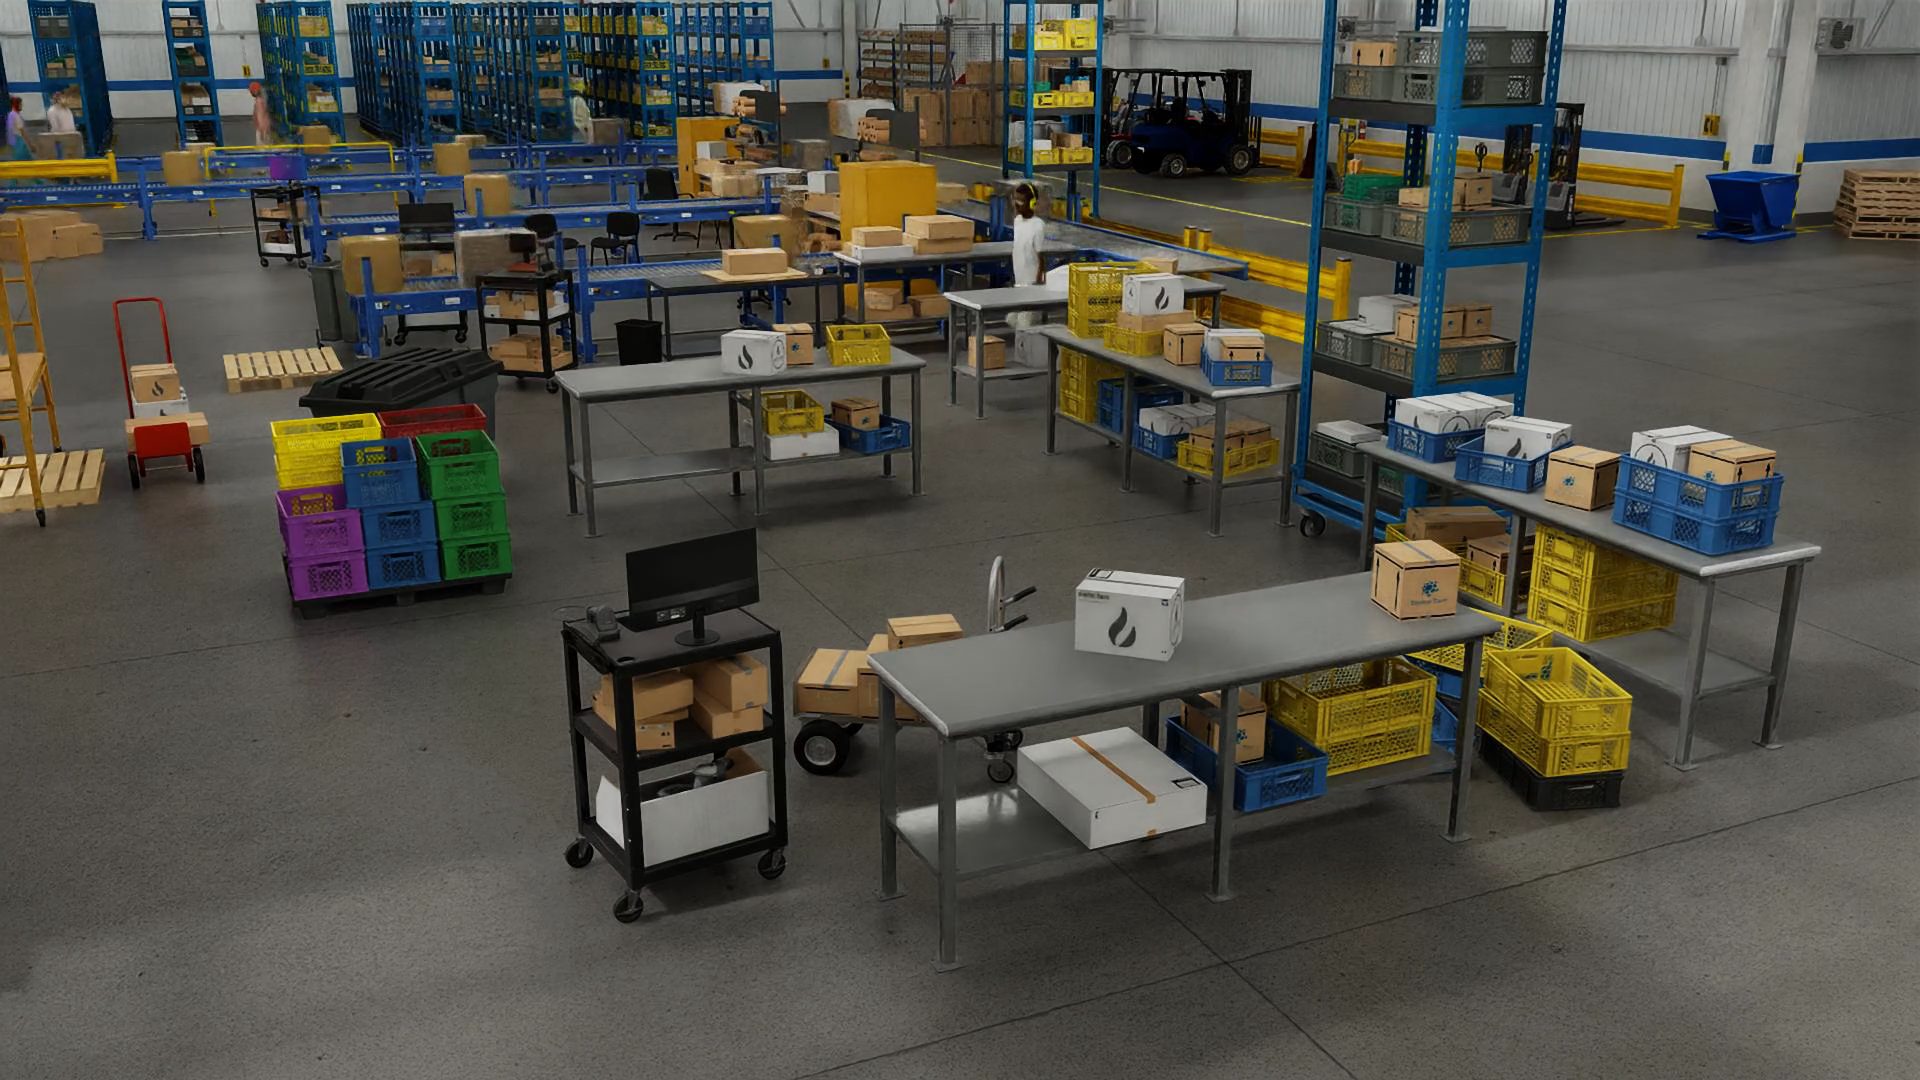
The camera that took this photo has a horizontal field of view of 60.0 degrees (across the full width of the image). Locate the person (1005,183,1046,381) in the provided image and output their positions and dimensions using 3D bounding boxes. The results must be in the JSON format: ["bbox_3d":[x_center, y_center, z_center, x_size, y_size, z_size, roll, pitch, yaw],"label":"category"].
[{"bbox_3d":[0.664,-2.436,15.684,0.535,1.851,0.538,-8,19,-25],"label":"person"}]

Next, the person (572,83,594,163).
[{"bbox_3d":[-8.726,-9.580,38.237,0.490,1.815,0.609,-7,19,-21],"label":"person"}]

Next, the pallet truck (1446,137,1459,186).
[{"bbox_3d":[9.184,-6.485,29.328,1.630,1.274,0.653,-8,19,-23],"label":"pallet truck"}]

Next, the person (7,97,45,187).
[{"bbox_3d":[-18.019,-7.589,31.988,0.829,1.809,0.596,-12,21,-33],"label":"person"}]

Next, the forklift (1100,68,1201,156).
[{"bbox_3d":[4.082,-9.564,37.410,2.680,1.987,1.157,-8,19,-23],"label":"forklift"}]

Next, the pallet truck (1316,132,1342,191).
[{"bbox_3d":[7.723,-7.504,32.656,1.601,1.201,0.680,-8,19,-23],"label":"pallet truck"}]

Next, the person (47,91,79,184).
[{"bbox_3d":[-17.489,-7.815,32.567,0.422,1.891,0.639,3,18,8],"label":"person"}]

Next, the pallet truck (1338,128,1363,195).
[{"bbox_3d":[7.845,-7.140,31.411,1.522,1.261,0.704,-9,20,-25],"label":"pallet truck"}]

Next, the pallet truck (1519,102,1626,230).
[{"bbox_3d":[9.972,-6.037,26.785,1.885,1.965,0.823,-9,20,-25],"label":"pallet truck"}]

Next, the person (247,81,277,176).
[{"bbox_3d":[-14.718,-8.724,35.302,0.790,1.969,0.627,-4,18,-12],"label":"person"}]

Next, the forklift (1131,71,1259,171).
[{"bbox_3d":[4.998,-8.936,35.413,2.680,1.987,1.157,-9,20,-25],"label":"forklift"}]

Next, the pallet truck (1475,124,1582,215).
[{"bbox_3d":[9.707,-6.455,28.103,1.885,1.965,0.823,-7,19,-20],"label":"pallet truck"}]
